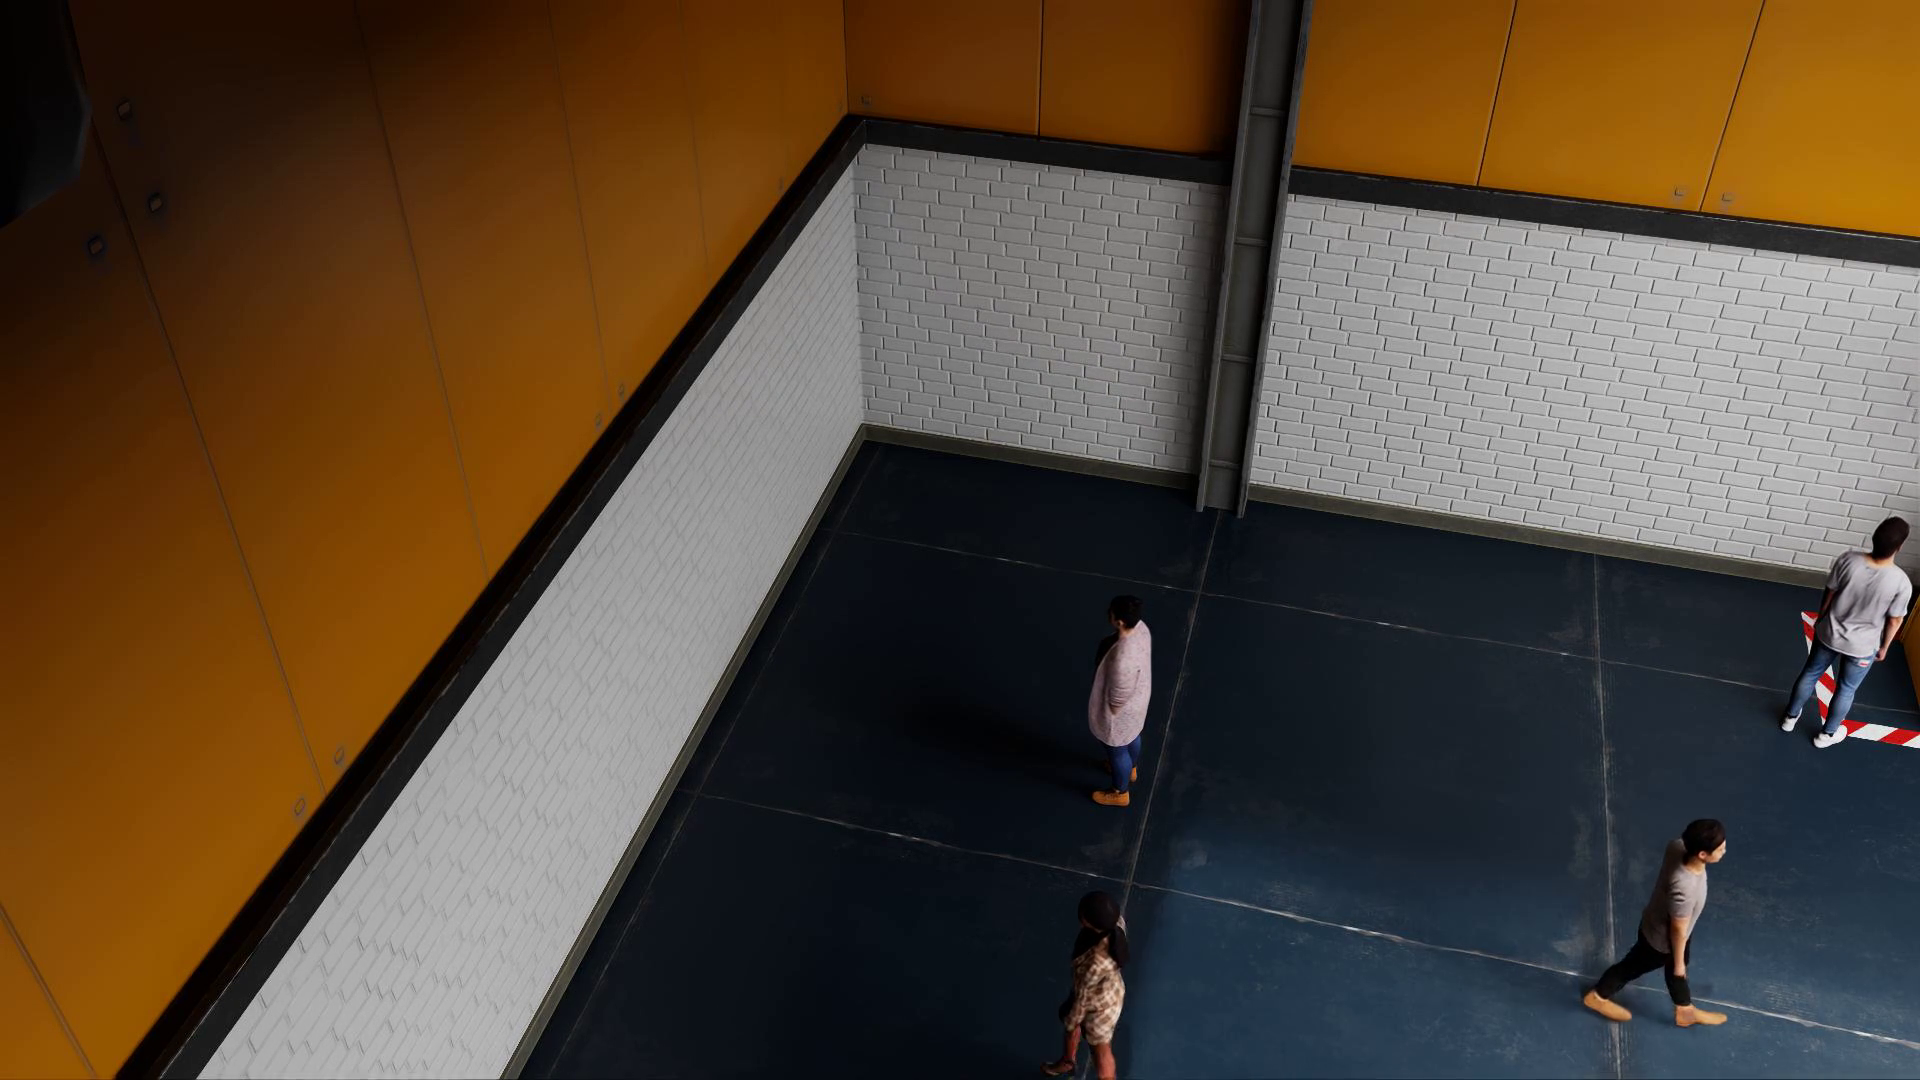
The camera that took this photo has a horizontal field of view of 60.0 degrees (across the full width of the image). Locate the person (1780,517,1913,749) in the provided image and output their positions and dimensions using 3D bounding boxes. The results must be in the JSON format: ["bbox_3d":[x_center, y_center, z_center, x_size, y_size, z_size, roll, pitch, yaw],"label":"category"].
[{"bbox_3d":[6.022,0.616,11.247,0.817,1.893,0.693,-32,48,-33],"label":"person"}]

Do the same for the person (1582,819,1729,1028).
[{"bbox_3d":[3.919,2.177,9.453,1.055,1.693,0.750,17,42,20],"label":"person"}]

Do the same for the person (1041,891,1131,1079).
[{"bbox_3d":[0.814,2.516,8.960,0.716,1.778,0.610,11,40,13],"label":"person"}]

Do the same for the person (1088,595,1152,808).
[{"bbox_3d":[1.061,1.026,10.854,0.634,1.743,0.699,13,40,15],"label":"person"}]
